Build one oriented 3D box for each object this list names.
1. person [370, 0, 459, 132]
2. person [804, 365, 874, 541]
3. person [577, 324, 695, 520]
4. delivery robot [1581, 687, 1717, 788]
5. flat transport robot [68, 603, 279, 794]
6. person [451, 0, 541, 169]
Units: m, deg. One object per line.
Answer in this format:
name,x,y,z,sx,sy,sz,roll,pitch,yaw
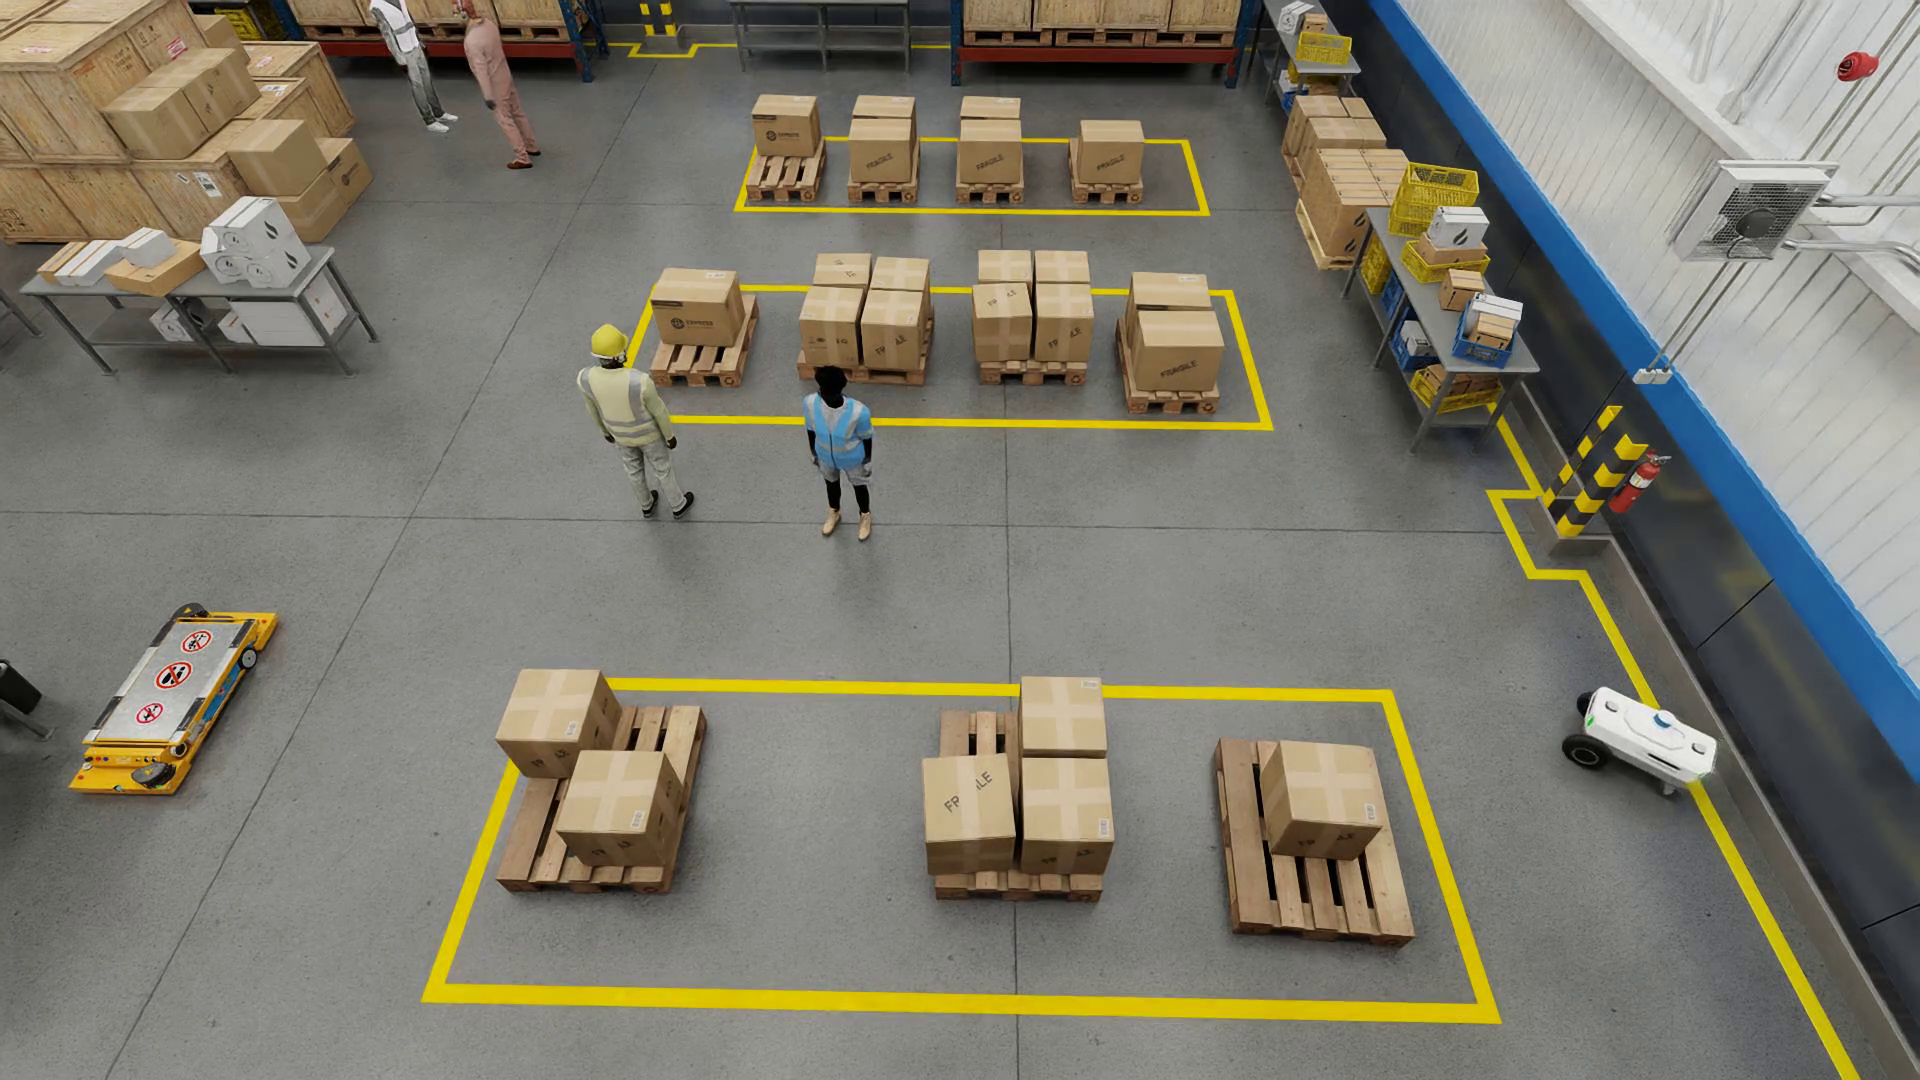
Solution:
person,-6.910,-6.135,11.477,0.396,1.910,0.578,5,50,4
person,-0.901,-0.644,6.964,0.532,1.697,0.322,11,51,9
person,-2.490,-0.870,7.069,0.599,1.830,0.403,5,50,4
delivery robot,4.507,1.282,6.020,0.707,0.478,0.477,29,56,22
flat transport robot,-5.504,1.072,6.442,0.652,0.197,1.431,1,50,1
person,-5.510,-5.392,10.858,0.396,1.900,0.652,2,50,2
